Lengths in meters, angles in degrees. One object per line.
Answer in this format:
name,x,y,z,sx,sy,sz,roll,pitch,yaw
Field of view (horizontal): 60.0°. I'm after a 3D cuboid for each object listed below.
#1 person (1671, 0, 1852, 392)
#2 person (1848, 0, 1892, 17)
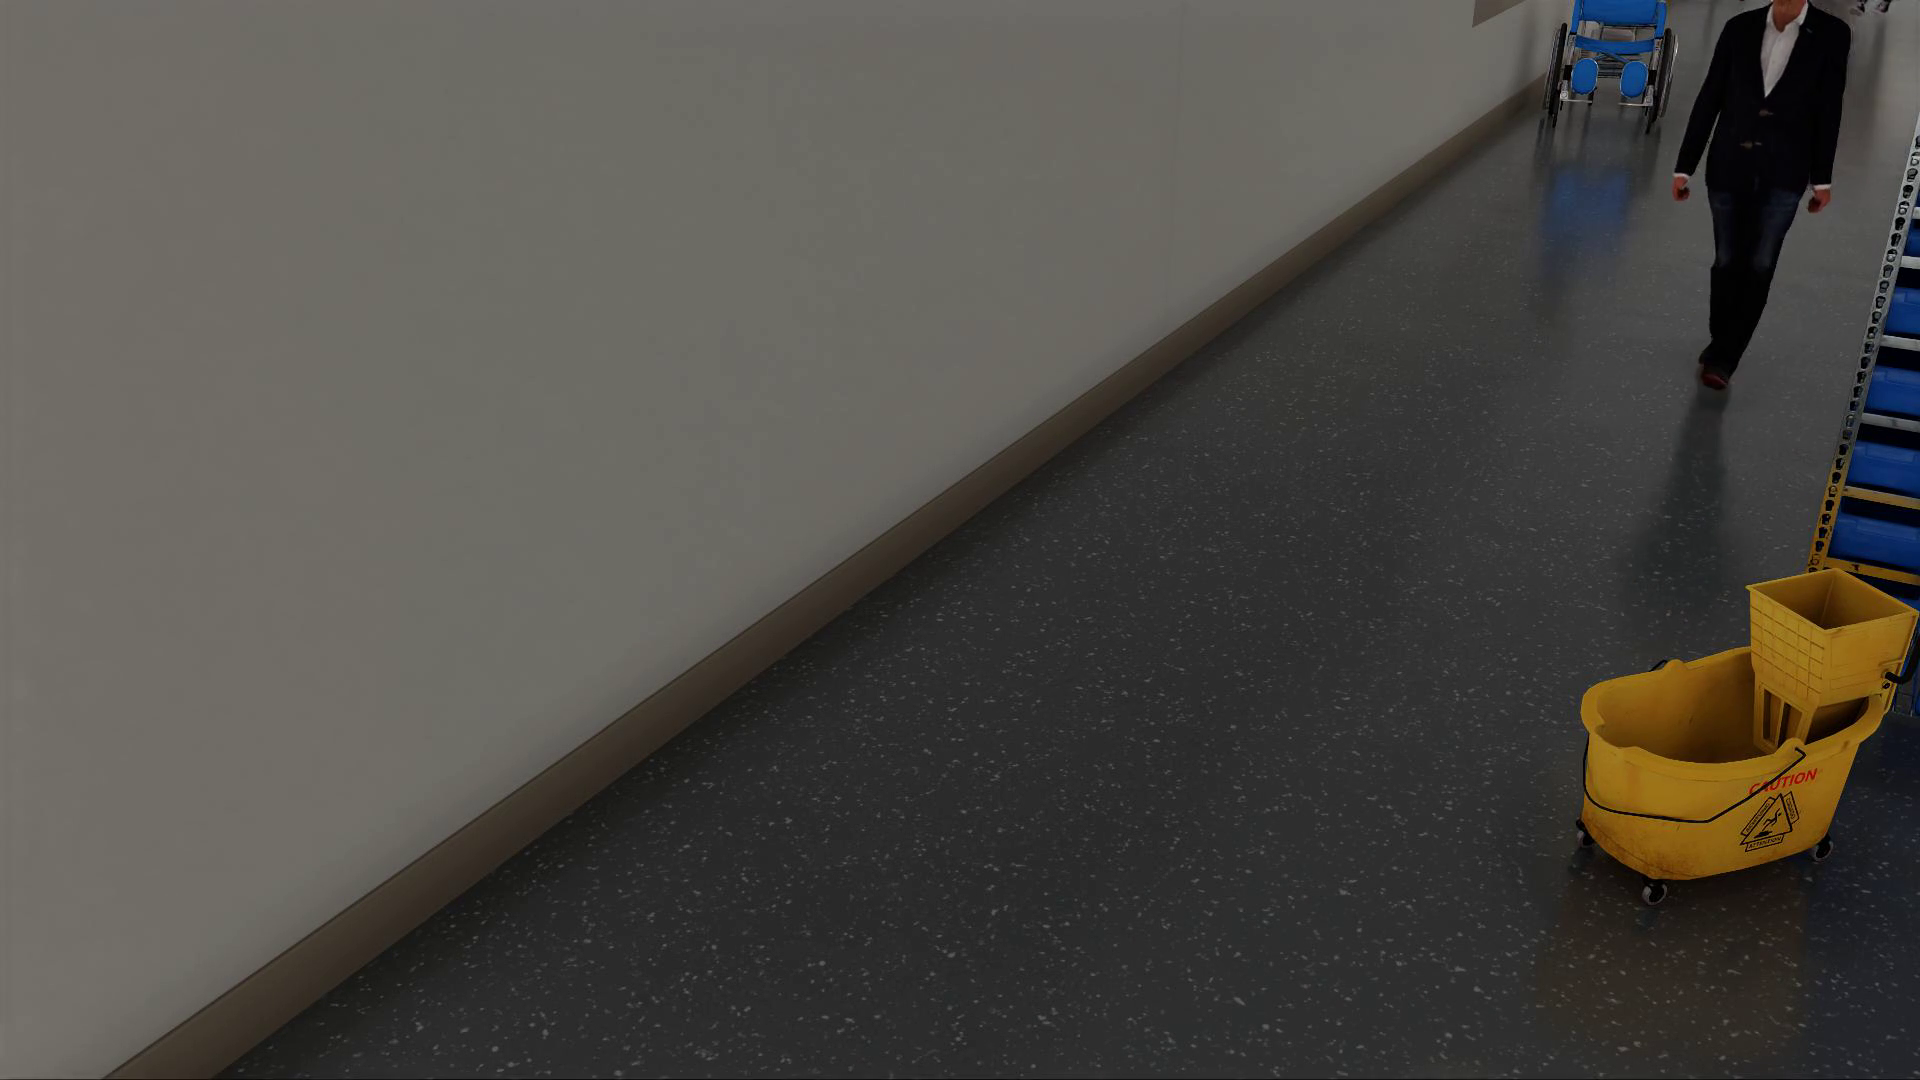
person,3.290,-1.536,6.795,1.068,1.782,0.907,20,32,35
person,9.007,-5.880,15.863,0.855,1.730,1.052,-23,34,-39
